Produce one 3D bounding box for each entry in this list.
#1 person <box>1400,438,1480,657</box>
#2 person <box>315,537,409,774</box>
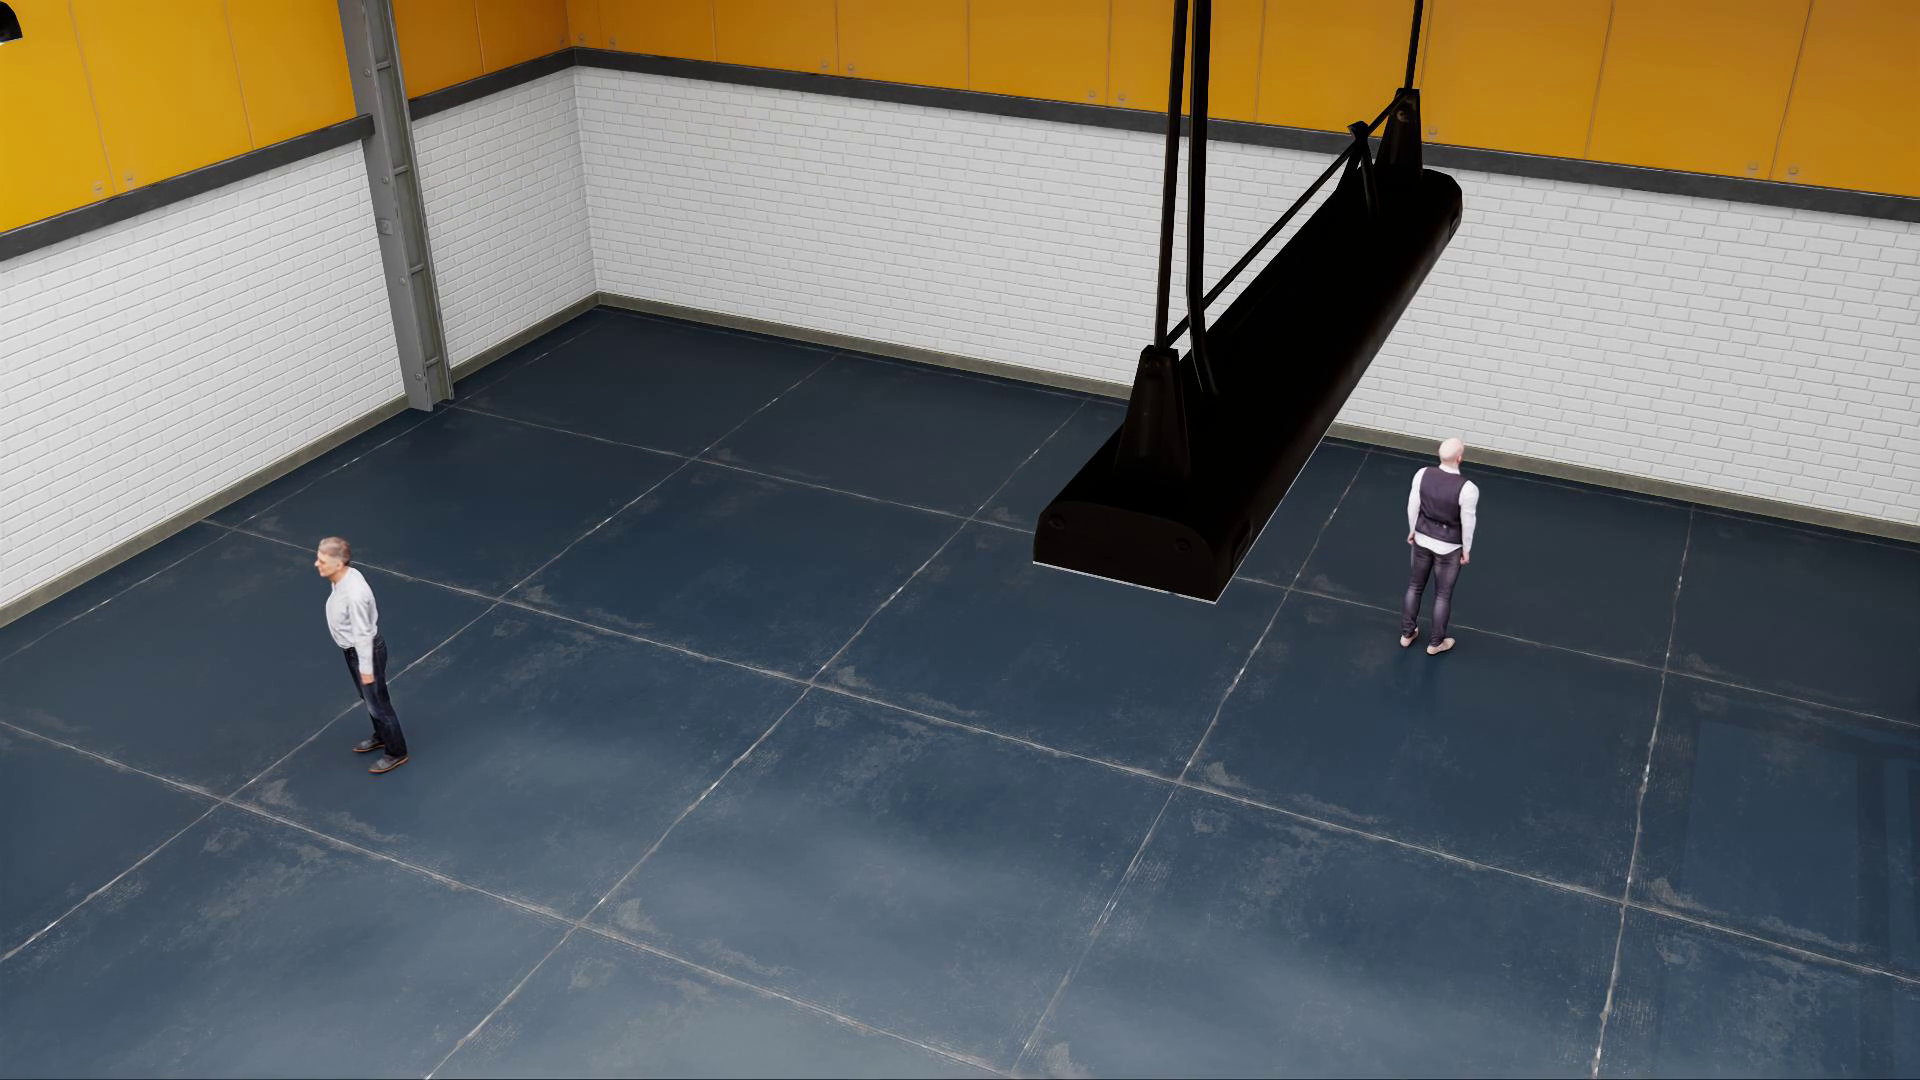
[{"bbox_3d":[3.706,0.045,12.913,0.741,1.824,0.677,21,35,33],"label":"person"},{"bbox_3d":[-4.162,0.771,11.590,0.739,1.816,0.731,-18,33,-30],"label":"person"}]
